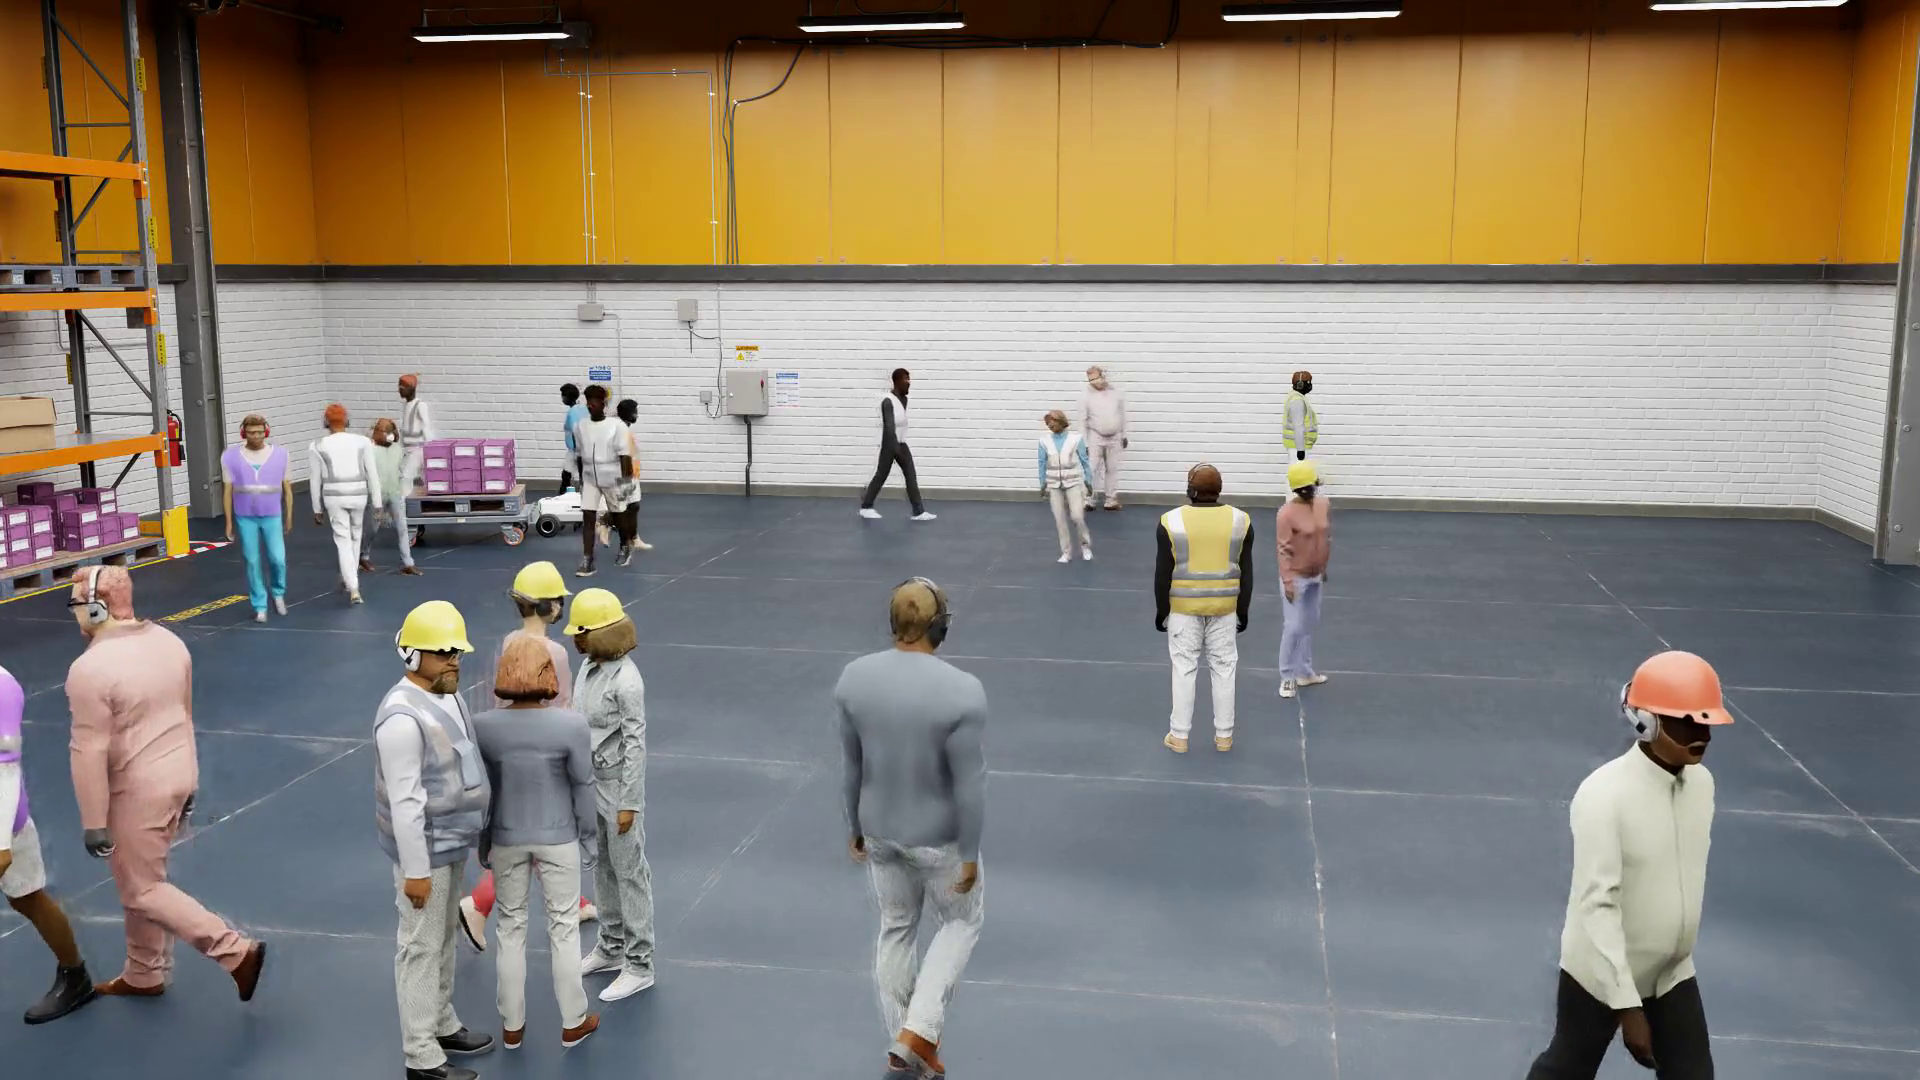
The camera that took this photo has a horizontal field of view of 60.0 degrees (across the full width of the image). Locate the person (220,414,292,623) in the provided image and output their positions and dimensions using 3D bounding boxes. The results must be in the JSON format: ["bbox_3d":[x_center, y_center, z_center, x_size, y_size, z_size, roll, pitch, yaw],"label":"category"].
[{"bbox_3d":[-6.072,-0.188,14.401,0.559,1.823,0.448,-4,10,-24],"label":"person"}]

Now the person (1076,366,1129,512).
[{"bbox_3d":[1.835,-1.260,20.966,0.735,1.869,0.396,-3,10,-18],"label":"person"}]

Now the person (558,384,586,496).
[{"bbox_3d":[-4.855,-1.112,20.633,0.831,1.646,0.559,0,9,0],"label":"person"}]

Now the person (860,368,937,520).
[{"bbox_3d":[-0.805,-1.163,20.351,0.993,1.870,0.597,5,10,28],"label":"person"}]

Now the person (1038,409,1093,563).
[{"bbox_3d":[1.096,-0.551,17.354,0.598,1.608,0.342,3,10,19],"label":"person"}]

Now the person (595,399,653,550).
[{"bbox_3d":[-3.652,-0.686,17.942,0.542,1.673,0.555,-2,9,-12],"label":"person"}]

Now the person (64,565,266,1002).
[{"bbox_3d":[-3.243,1.027,6.751,0.792,1.880,0.647,1,9,7],"label":"person"}]

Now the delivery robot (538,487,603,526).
[{"bbox_3d":[-4.483,-0.372,19.186,0.707,0.478,0.477,-1,9,-4],"label":"delivery robot"}]

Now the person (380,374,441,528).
[{"bbox_3d":[-6.547,-1.058,19.824,1.034,1.817,0.608,-7,11,-36],"label":"person"}]

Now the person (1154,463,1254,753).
[{"bbox_3d":[1.532,0.430,10.514,0.631,1.845,0.429,-1,9,-4],"label":"person"}]

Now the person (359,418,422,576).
[{"bbox_3d":[-5.793,-0.444,16.697,0.821,1.589,0.484,7,12,37],"label":"person"}]

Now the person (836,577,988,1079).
[{"bbox_3d":[-0.174,1.089,6.181,0.631,1.928,0.468,4,10,26],"label":"person"}]

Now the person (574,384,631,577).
[{"bbox_3d":[-3.594,-0.626,16.835,0.625,1.923,0.995,2,9,12],"label":"person"}]

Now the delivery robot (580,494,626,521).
[{"bbox_3d":[-4.286,-0.433,19.562,0.707,0.478,0.477,-1,9,-9],"label":"delivery robot"}]

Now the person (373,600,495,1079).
[{"bbox_3d":[-1.960,1.127,6.236,0.404,1.829,0.592,0,9,-2],"label":"person"}]

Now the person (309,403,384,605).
[{"bbox_3d":[-5.665,-0.342,15.353,0.605,1.834,0.999,-6,11,-31],"label":"person"}]

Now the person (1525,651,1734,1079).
[{"bbox_3d":[2.018,1.276,4.970,0.615,1.947,1.012,-5,10,-27],"label":"person"}]

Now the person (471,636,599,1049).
[{"bbox_3d":[-1.657,1.183,6.493,0.499,1.633,0.289,0,9,-1],"label":"person"}]

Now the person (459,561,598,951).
[{"bbox_3d":[-1.939,0.965,7.492,0.731,1.744,0.533,-7,11,-36],"label":"person"}]

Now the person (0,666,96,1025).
[{"bbox_3d":[-3.861,1.072,6.445,0.568,1.871,0.998,4,10,24],"label":"person"}]

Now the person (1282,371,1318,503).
[{"bbox_3d":[4.137,-1.139,20.248,0.429,1.842,0.633,1,9,6],"label":"person"}]

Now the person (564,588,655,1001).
[{"bbox_3d":[-1.486,1.049,6.986,0.295,1.744,0.484,-7,11,-37],"label":"person"}]

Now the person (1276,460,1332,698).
[{"bbox_3d":[2.512,0.263,11.931,0.696,1.718,0.365,-7,12,-39],"label":"person"}]
